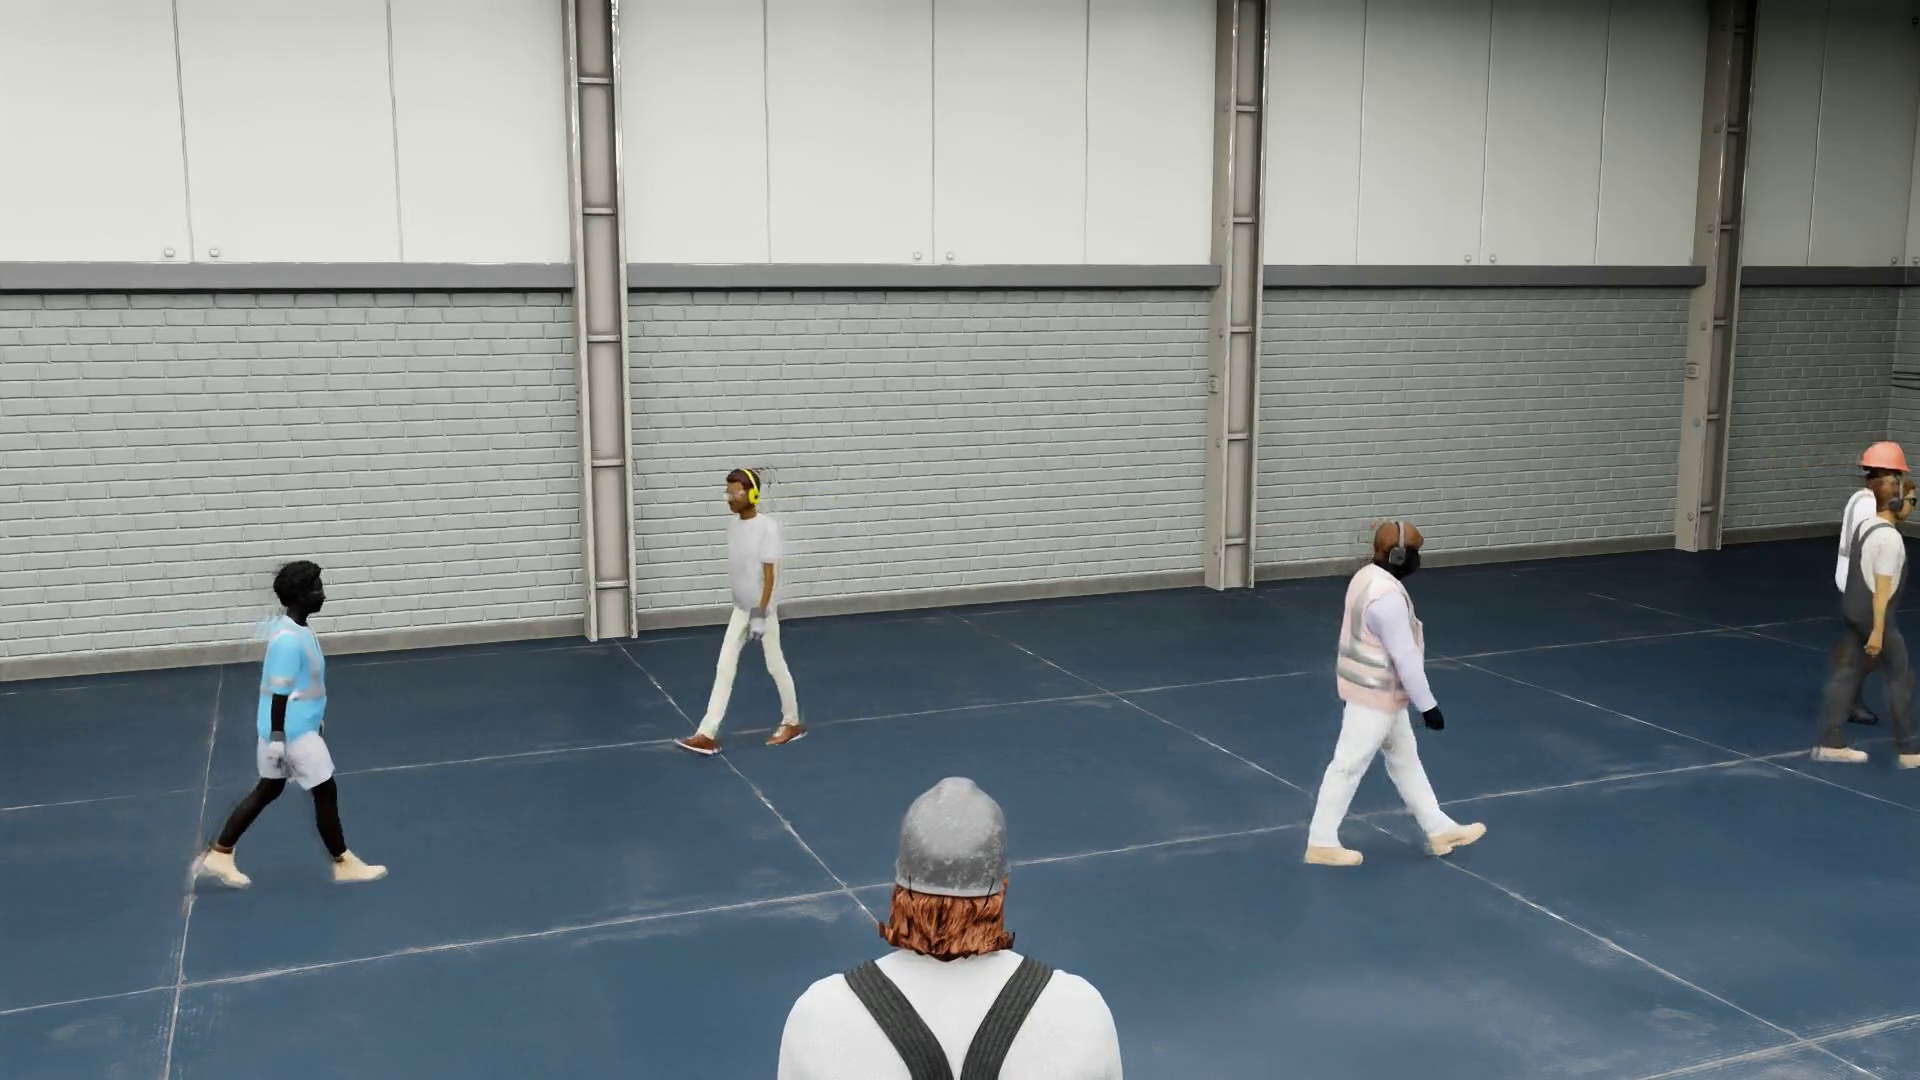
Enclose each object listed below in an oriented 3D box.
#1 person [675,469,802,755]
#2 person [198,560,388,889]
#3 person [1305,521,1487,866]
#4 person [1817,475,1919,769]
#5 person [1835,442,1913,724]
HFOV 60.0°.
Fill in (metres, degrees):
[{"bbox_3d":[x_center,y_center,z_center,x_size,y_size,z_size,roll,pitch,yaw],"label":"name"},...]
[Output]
[{"bbox_3d":[-1.362,0.463,10.511,0.515,1.822,0.969,7,11,38],"label":"person"},{"bbox_3d":[-3.350,0.916,8.176,0.860,1.658,0.538,-3,10,-19],"label":"person"},{"bbox_3d":[2.237,0.800,8.480,0.968,1.784,0.618,1,9,8],"label":"person"},{"bbox_3d":[5.758,0.508,10.232,0.837,1.809,0.508,1,9,4],"label":"person"},{"bbox_3d":[6.129,0.303,11.182,0.449,1.921,0.580,4,10,26],"label":"person"}]
